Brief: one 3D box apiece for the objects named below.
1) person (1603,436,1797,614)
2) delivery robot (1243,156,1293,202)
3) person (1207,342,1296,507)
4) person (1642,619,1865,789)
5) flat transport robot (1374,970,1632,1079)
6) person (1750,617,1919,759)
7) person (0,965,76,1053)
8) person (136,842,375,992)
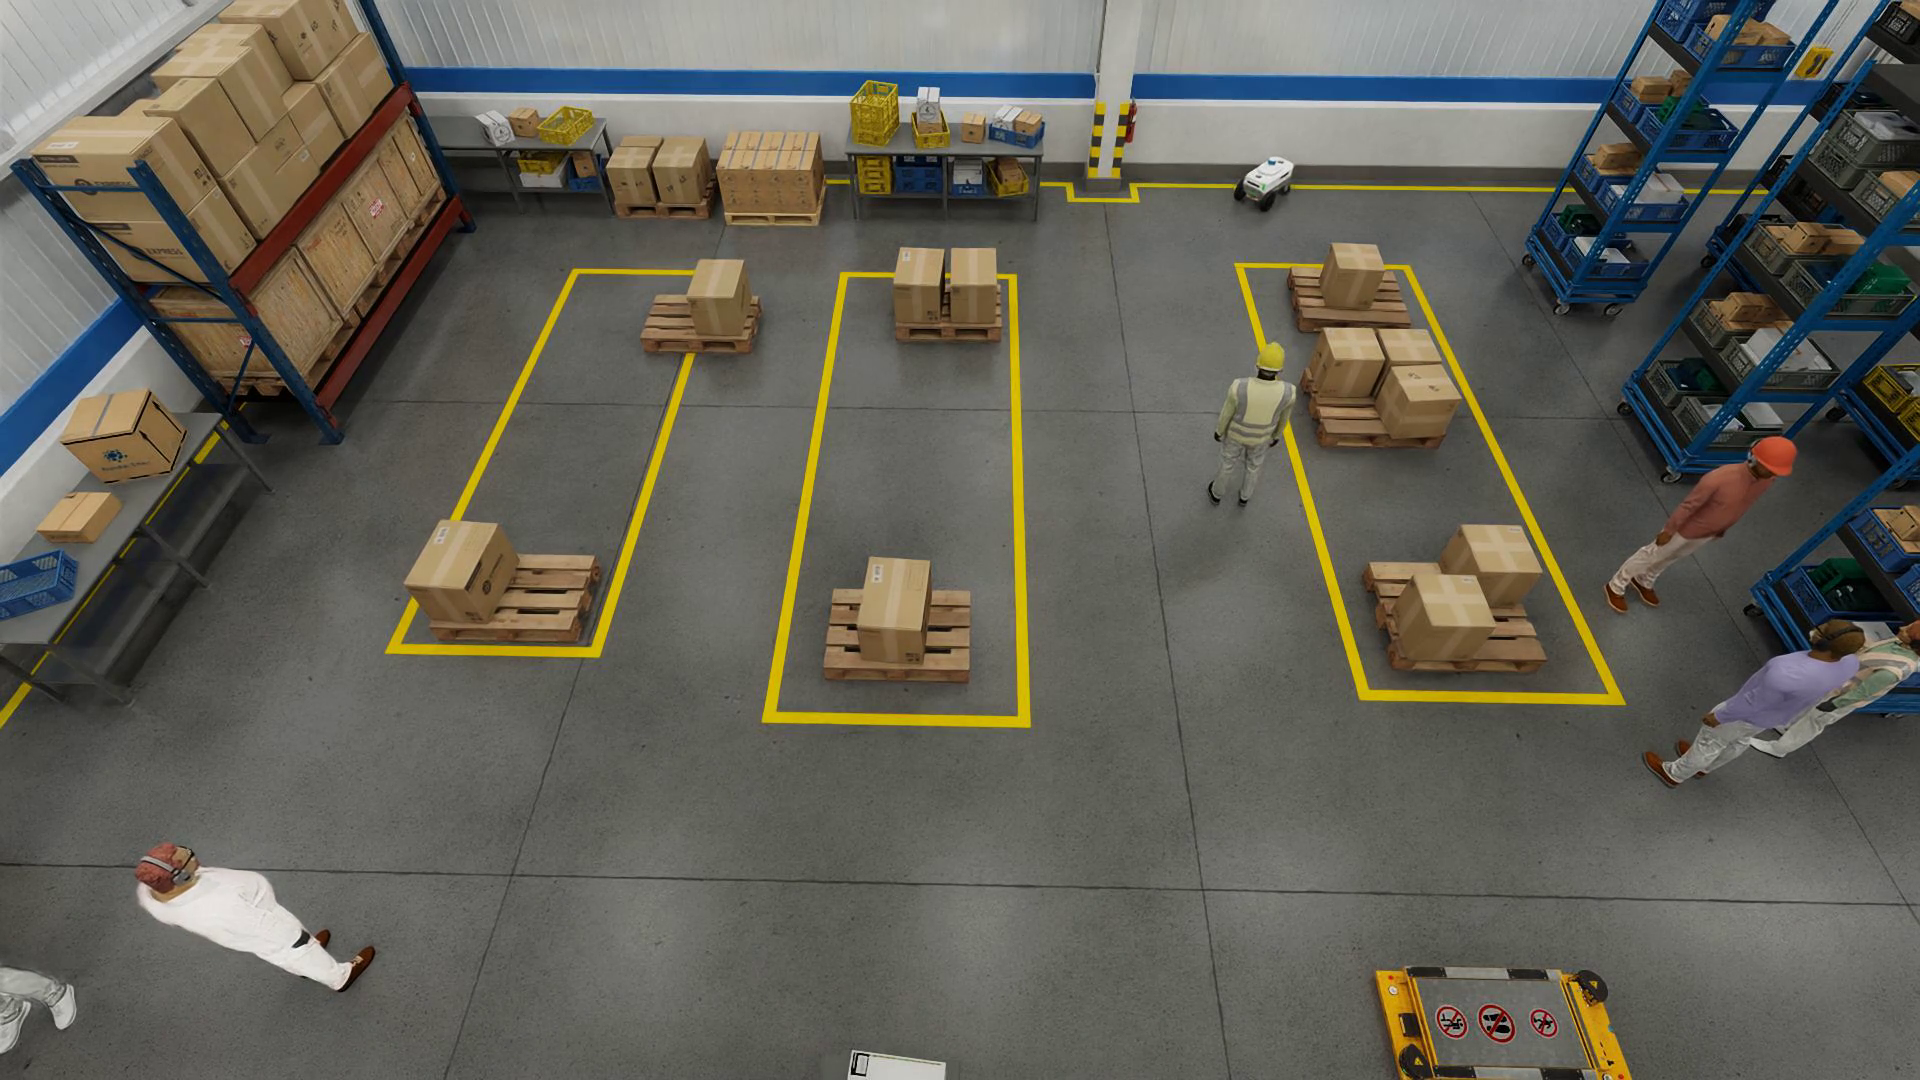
[{"bbox_3d":[6.014,-0.108,7.452,0.614,1.993,0.395,-8,51,-6],"label":"person"},{"bbox_3d":[4.089,-4.827,12.158,0.707,0.478,0.477,-37,59,-27],"label":"delivery robot"},{"bbox_3d":[2.615,-1.007,8.290,0.600,1.827,0.403,5,51,4],"label":"person"},{"bbox_3d":[5.581,1.182,6.437,0.635,1.937,0.352,-11,52,-9],"label":"person"},{"bbox_3d":[3.501,3.133,5.914,1.431,0.197,0.652,1,51,1],"label":"flat transport robot"},{"bbox_3d":[6.487,1.089,6.702,0.514,1.641,0.307,-37,60,-26],"label":"person"},{"bbox_3d":[-6.080,2.530,5.349,0.593,1.921,0.388,-18,53,-14],"label":"person"},{"bbox_3d":[-4.269,2.295,5.557,0.645,1.899,0.401,12,52,10],"label":"person"}]
